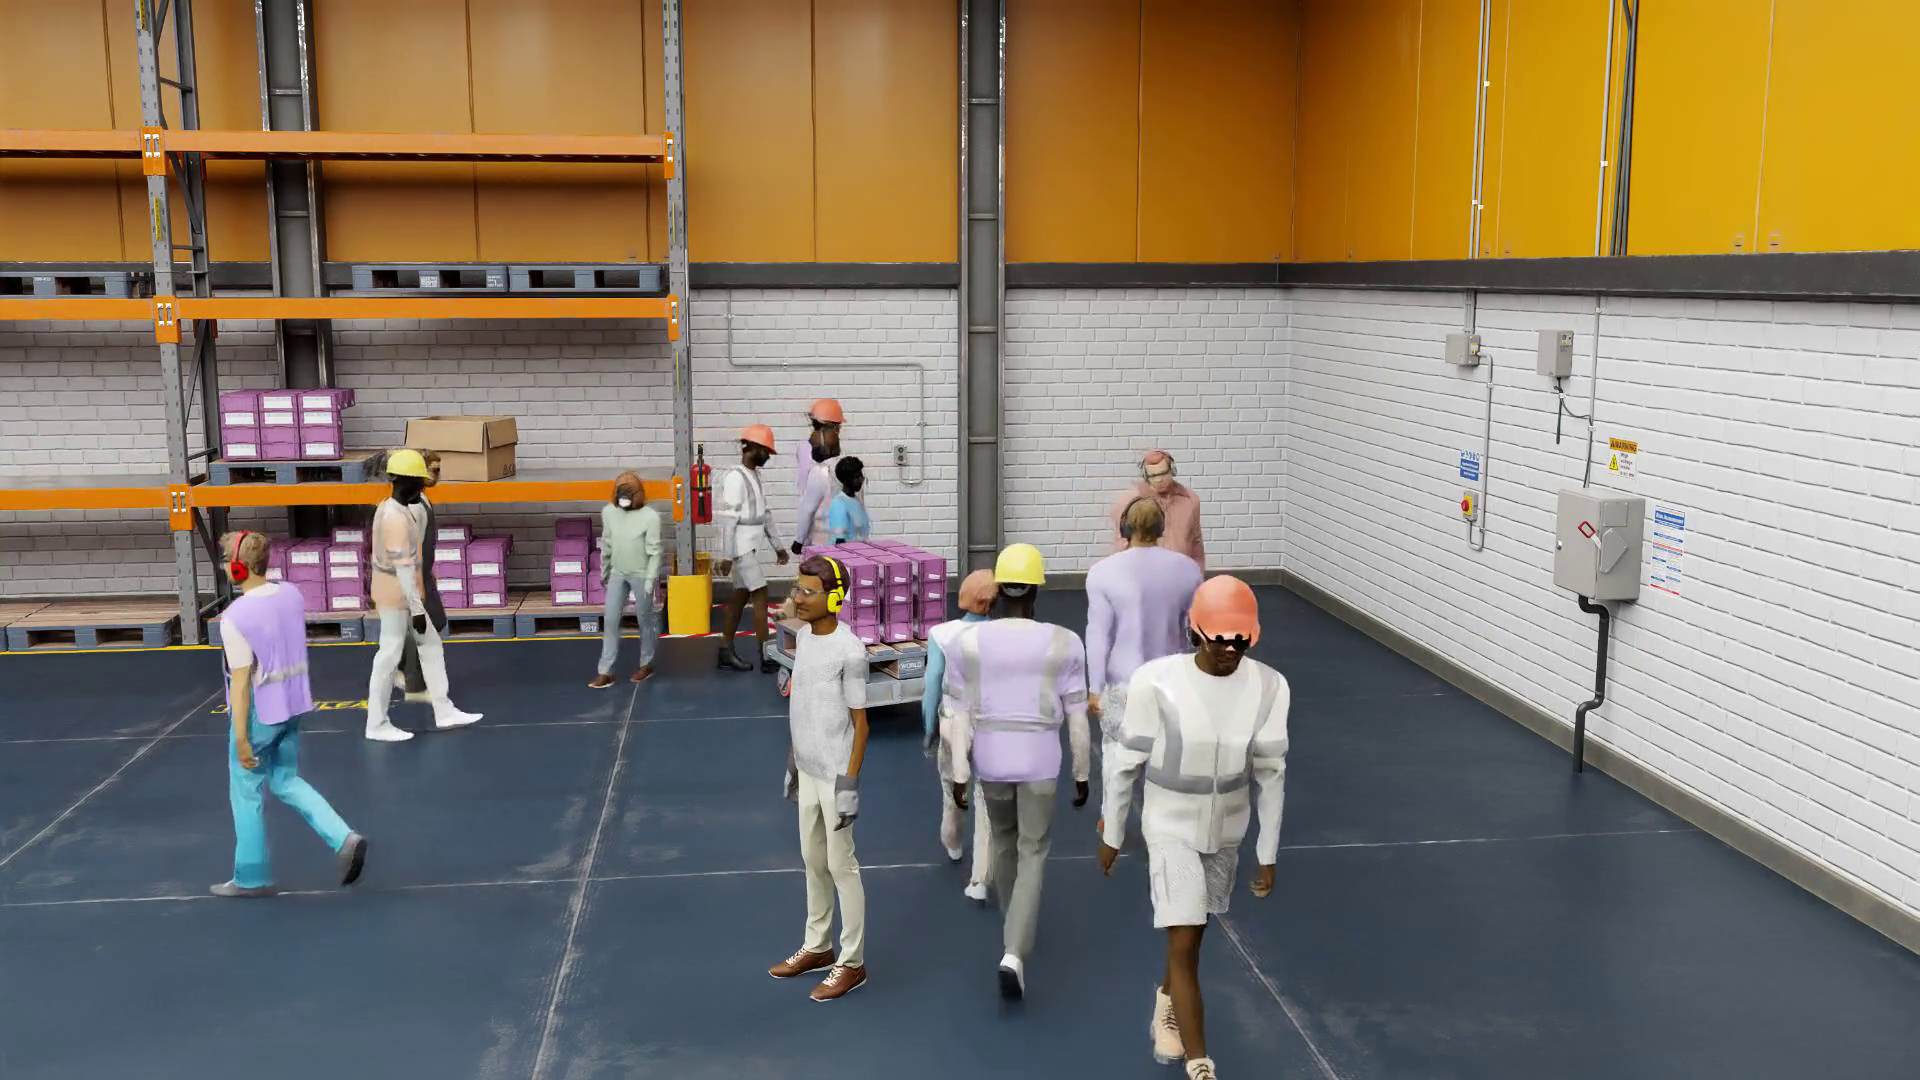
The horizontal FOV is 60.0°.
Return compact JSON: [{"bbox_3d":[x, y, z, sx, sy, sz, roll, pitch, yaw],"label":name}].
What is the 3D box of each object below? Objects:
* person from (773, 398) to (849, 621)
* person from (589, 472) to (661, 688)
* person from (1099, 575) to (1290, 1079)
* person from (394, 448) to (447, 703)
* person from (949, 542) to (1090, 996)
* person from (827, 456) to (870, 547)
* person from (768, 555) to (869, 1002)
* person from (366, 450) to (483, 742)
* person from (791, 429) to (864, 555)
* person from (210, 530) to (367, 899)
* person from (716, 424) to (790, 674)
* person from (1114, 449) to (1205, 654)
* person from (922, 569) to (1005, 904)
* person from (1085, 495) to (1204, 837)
[{"bbox_3d":[-1.144,-0.168,13.740,0.823,2.018,0.630,-7,11,-36],"label":"person"},{"bbox_3d":[-2.453,0.295,12.136,0.563,1.590,0.767,3,10,18],"label":"person"},{"bbox_3d":[0.882,1.088,6.059,0.659,1.970,1.051,-2,9,-14],"label":"person"},{"bbox_3d":[-3.880,0.256,11.740,0.503,1.817,0.538,-2,9,-14],"label":"person"},{"bbox_3d":[0.247,0.955,7.143,0.599,1.893,0.926,2,9,11],"label":"person"},{"bbox_3d":[-0.928,0.173,12.700,0.758,1.666,0.546,2,9,12],"label":"person"},{"bbox_3d":[-0.585,0.986,6.995,0.328,1.873,0.510,-7,12,-38],"label":"person"},{"bbox_3d":[-3.495,0.363,10.789,0.850,1.889,0.630,-3,9,-16],"label":"person"},{"bbox_3d":[-1.067,-0.009,13.501,0.952,1.789,0.621,5,10,28],"label":"person"},{"bbox_3d":[-3.289,0.850,7.980,0.698,1.829,0.574,2,9,14],"label":"person"},{"bbox_3d":[-1.532,0.073,12.661,0.756,1.883,0.585,0,9,3],"label":"person"},{"bbox_3d":[1.379,0.281,11.463,0.716,1.859,0.794,-3,10,-19],"label":"person"},{"bbox_3d":[0.076,0.931,8.212,0.536,1.584,0.885,-1,9,-3],"label":"person"},{"bbox_3d":[0.969,0.724,8.553,0.638,1.912,0.899,-2,9,-12],"label":"person"}]
